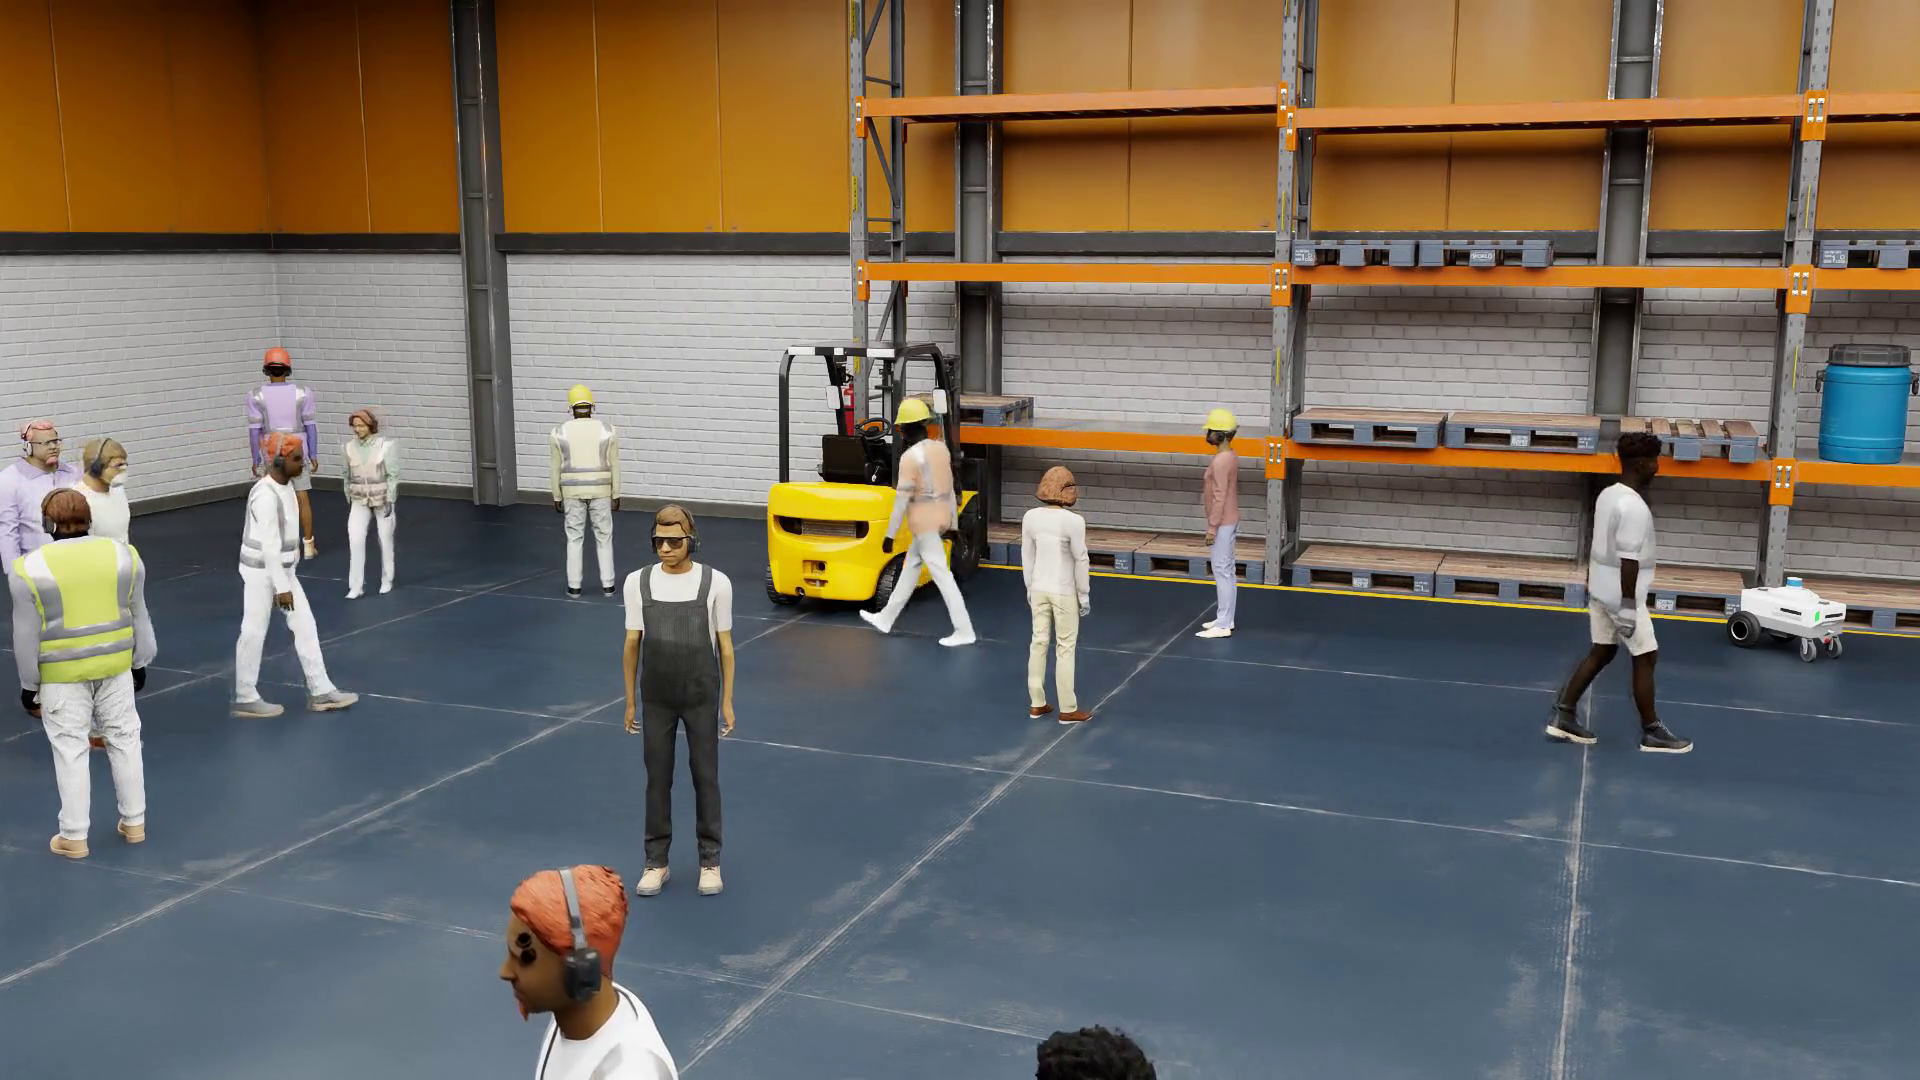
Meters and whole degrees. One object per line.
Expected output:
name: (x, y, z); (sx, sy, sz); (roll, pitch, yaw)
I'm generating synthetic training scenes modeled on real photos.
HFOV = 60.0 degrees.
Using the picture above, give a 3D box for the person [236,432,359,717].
person: (-4.269, 0.236, 10.557); (0.850, 1.840, 0.576); (0, 10, -1)

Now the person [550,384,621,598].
person: (-3.200, -0.414, 14.242); (0.591, 1.826, 0.404); (-2, 10, -13)

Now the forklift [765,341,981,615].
forklift: (-0.739, -0.602, 14.246); (1.214, 2.155, 2.313); (4, 11, 21)

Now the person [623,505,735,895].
person: (-1.304, 0.743, 7.725); (0.514, 1.844, 0.328); (0, 10, -1)

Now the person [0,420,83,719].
person: (-5.847, 0.175, 10.717); (0.401, 1.910, 0.642); (4, 11, 22)

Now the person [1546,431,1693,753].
person: (3.954, 0.306, 9.914); (0.826, 1.937, 0.625); (0, 10, 3)

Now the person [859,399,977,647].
person: (-0.320, -0.126, 12.511); (1.052, 1.859, 0.599); (5, 11, 24)

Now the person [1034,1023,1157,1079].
person: (0.199, 1.678, 3.008); (0.782, 1.663, 0.549); (3, 11, 18)

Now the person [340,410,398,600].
person: (-5.036, -0.293, 14.163); (0.513, 1.607, 0.740); (0, 10, 0)

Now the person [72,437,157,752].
person: (-5.020, 0.341, 9.770); (0.443, 1.912, 0.665); (0, 10, -2)

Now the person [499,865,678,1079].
person: (-0.687, 1.530, 3.270); (0.355, 1.876, 0.572); (-4, 11, -23)

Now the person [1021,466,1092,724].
person: (0.613, 0.345, 10.532); (0.498, 1.634, 0.279); (9, 13, 40)

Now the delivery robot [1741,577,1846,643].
delivery robot: (6.158, 0.519, 12.306); (0.477, 0.478, 0.707); (-5, 11, -24)

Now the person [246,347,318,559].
person: (-6.439, -0.814, 15.842); (0.605, 2.045, 0.378); (-5, 11, -25)

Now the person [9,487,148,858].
person: (-4.354, 0.650, 8.256); (0.429, 1.844, 0.627); (9, 14, 41)

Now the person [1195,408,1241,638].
person: (1.996, -0.128, 12.789); (0.303, 1.772, 0.523); (3, 11, 19)
